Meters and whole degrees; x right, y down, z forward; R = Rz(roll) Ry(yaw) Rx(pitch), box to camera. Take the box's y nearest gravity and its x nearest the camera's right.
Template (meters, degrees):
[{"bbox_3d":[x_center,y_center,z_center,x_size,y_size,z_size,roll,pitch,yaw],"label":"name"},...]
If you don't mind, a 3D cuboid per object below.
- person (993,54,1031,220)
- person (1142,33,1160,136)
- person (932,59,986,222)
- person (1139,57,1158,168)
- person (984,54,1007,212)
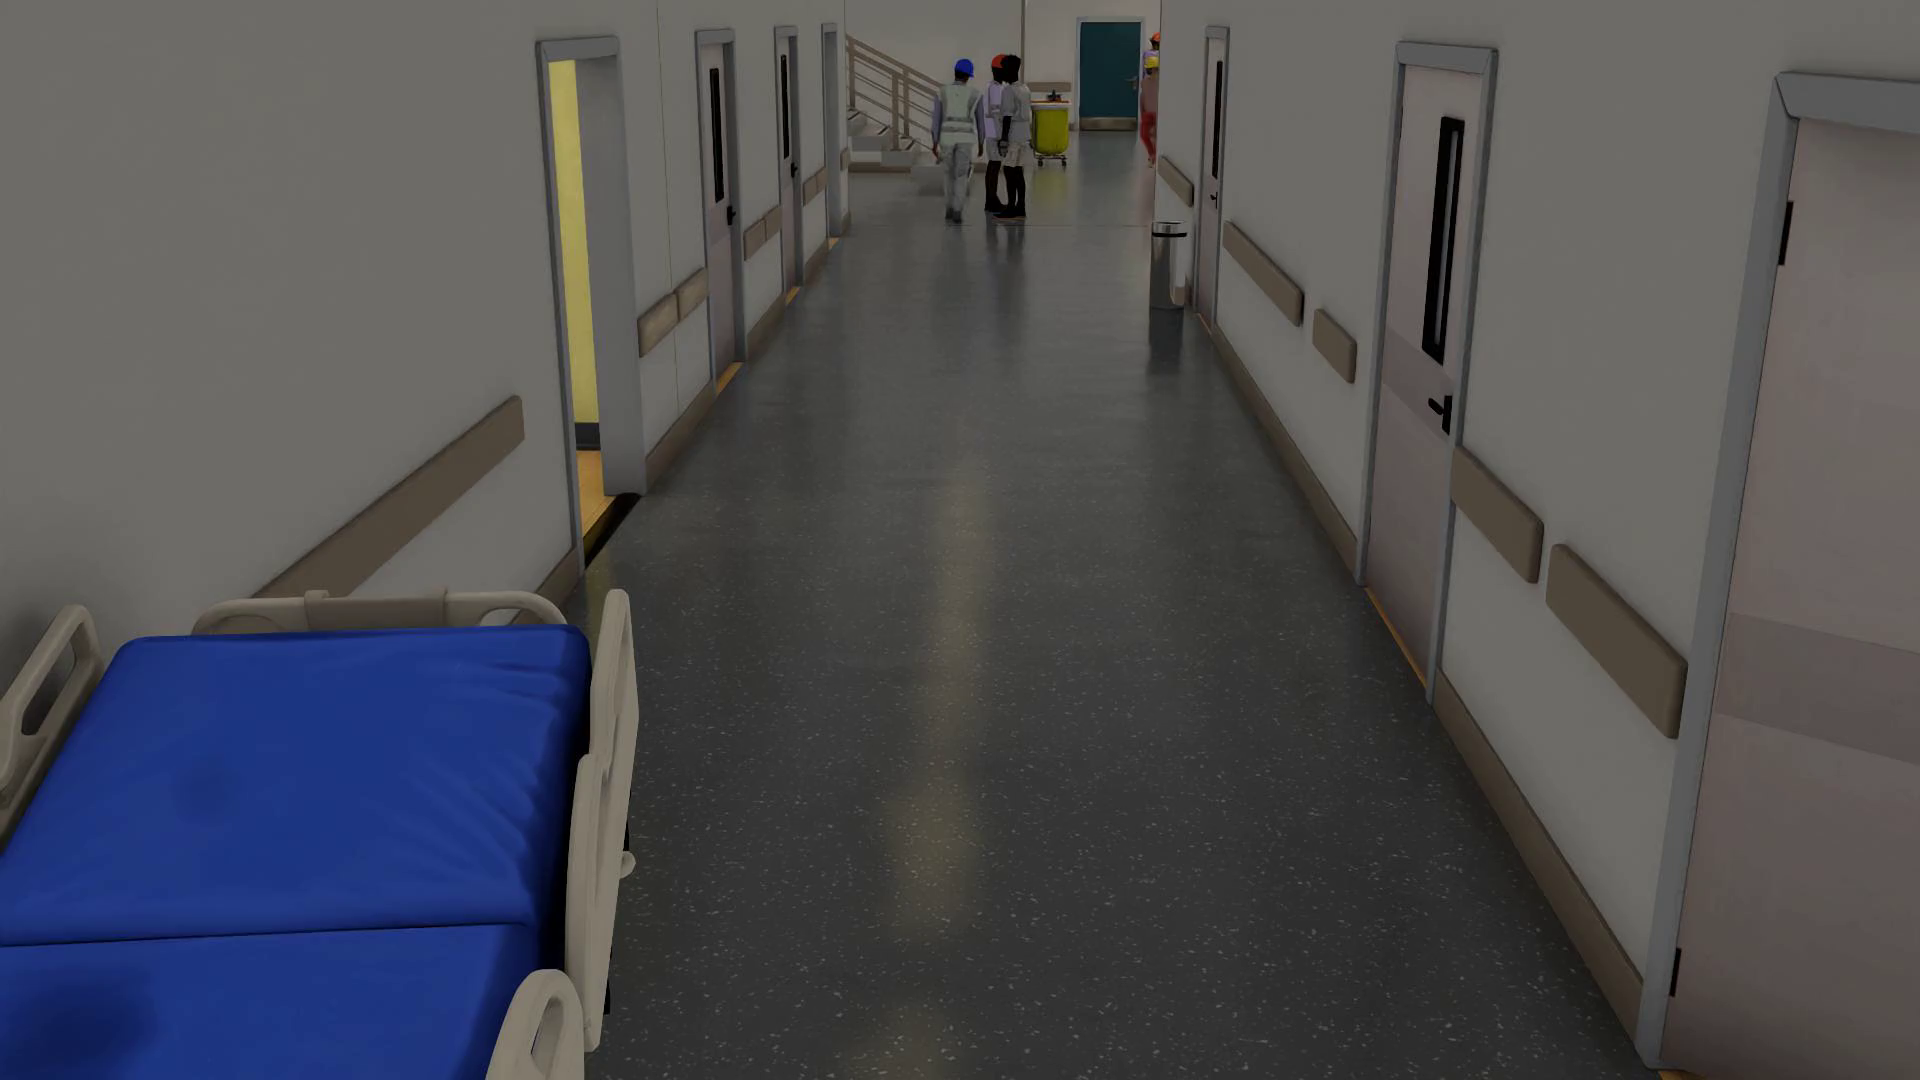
[{"bbox_3d":[0.643,-4.863,20.128,0.388,1.950,0.621,8,19,24],"label":"person"},{"bbox_3d":[3.947,-9.237,33.747,0.405,2.030,0.614,-11,21,-32],"label":"person"},{"bbox_3d":[-0.016,-4.799,20.001,0.630,1.893,0.834,2,18,7],"label":"person"},{"bbox_3d":[3.098,-6.877,26.775,0.540,1.750,0.418,14,23,38],"label":"person"},{"bbox_3d":[0.483,-5.098,20.897,0.375,1.930,0.542,-2,18,-7],"label":"person"}]
